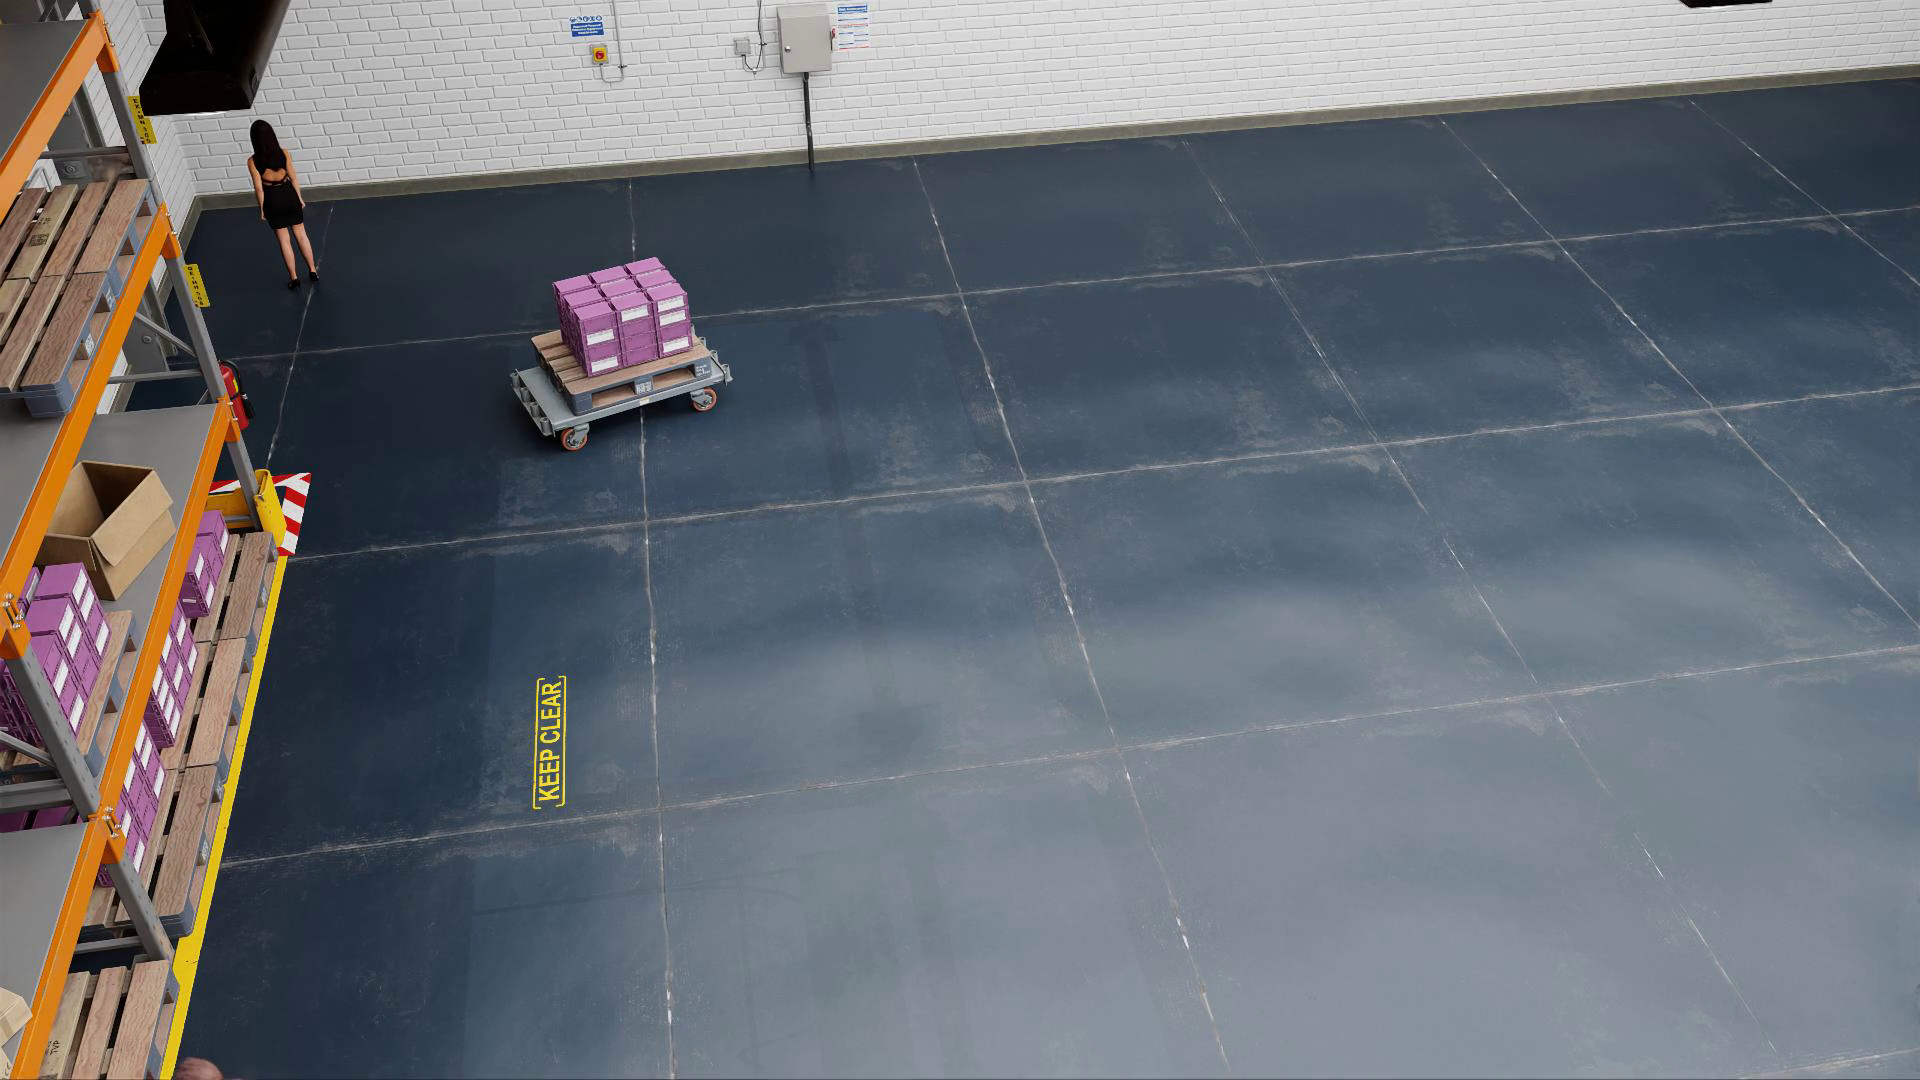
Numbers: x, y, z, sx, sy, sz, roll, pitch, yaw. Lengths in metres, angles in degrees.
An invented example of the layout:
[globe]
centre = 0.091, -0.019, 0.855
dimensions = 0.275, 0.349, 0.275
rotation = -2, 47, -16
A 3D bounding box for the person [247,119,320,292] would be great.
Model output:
[person]
centre = -6.188, -3.051, 15.187
dimensions = 0.622, 1.650, 0.616
rotation = -25, 45, -28
